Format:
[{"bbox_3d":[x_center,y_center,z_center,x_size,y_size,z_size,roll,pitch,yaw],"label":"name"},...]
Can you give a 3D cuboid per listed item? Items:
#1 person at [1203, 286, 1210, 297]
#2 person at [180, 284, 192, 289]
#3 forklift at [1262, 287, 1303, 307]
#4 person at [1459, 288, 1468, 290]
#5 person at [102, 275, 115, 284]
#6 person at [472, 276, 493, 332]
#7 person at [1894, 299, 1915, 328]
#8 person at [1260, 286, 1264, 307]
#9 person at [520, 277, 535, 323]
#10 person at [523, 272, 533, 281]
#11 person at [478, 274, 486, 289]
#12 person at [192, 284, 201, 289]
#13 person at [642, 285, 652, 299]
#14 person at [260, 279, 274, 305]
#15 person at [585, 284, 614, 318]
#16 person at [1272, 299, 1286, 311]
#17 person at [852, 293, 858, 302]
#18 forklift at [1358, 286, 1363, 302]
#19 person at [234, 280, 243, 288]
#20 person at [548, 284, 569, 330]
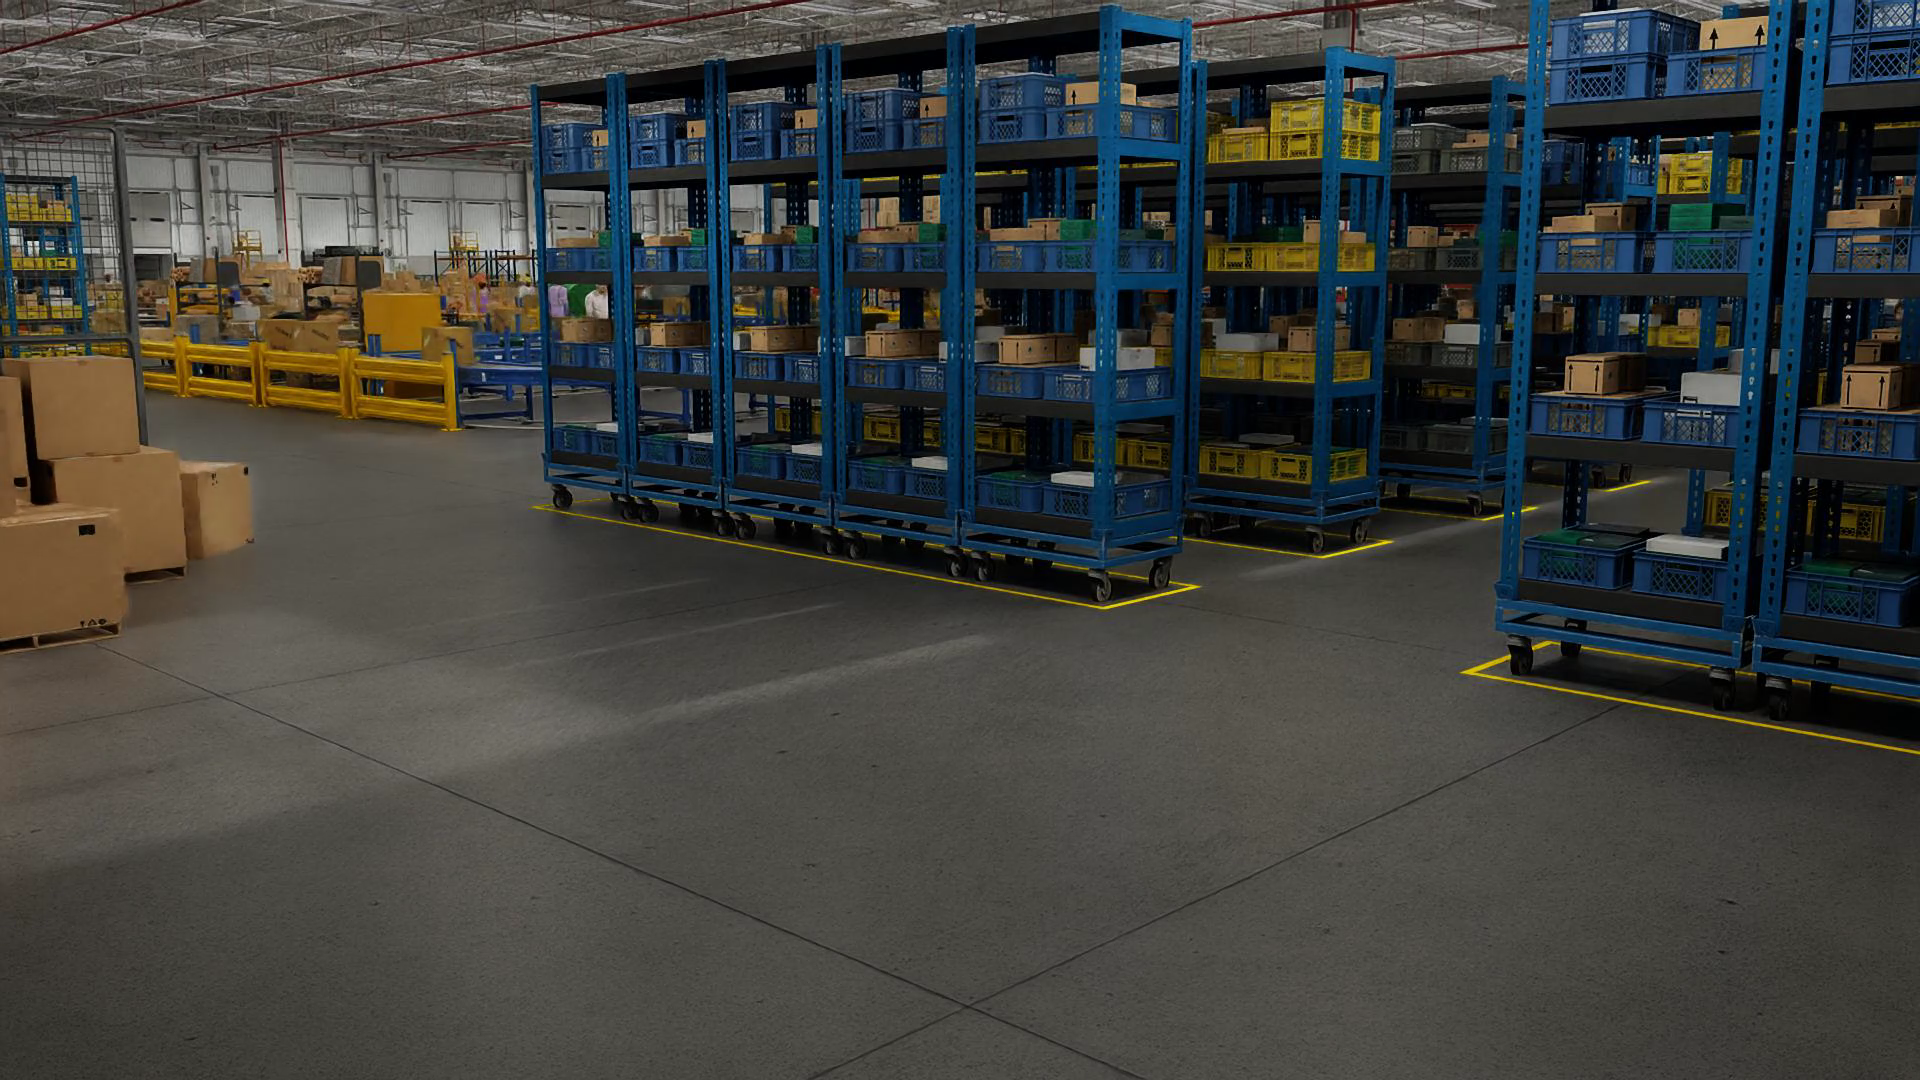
[{"bbox_3d":[8.189,-7.632,54.552,0.507,1.632,0.268,6,11,33],"label":"person"},{"bbox_3d":[-37.754,-12.103,81.072,0.594,1.922,0.387,1,9,6],"label":"person"},{"bbox_3d":[10.769,-8.203,54.240,1.129,2.768,1.873,8,12,42],"label":"forklift"},{"bbox_3d":[21.040,-10.098,69.618,0.898,1.636,0.547,-4,10,-24],"label":"person"},{"bbox_3d":[-35.185,-10.037,68.693,0.611,1.825,1.008,1,9,6],"label":"person"},{"bbox_3d":[-12.721,-6.074,44.246,1.019,1.892,0.558,7,11,36],"label":"person"},{"bbox_3d":[8.841,-1.362,15.612,0.971,1.801,0.585,-7,11,-35],"label":"person"},{"bbox_3d":[11.093,-8.843,61.870,0.687,1.671,0.546,7,12,37],"label":"person"},{"bbox_3d":[-14.868,-8.158,57.326,0.611,1.782,0.922,-7,12,-37],"label":"person"},{"bbox_3d":[-25.307,-14.793,97.607,0.610,1.902,0.701,1,9,7],"label":"person"},{"bbox_3d":[-17.041,-8.441,58.699,0.582,1.898,0.711,8,12,39],"label":"person"},{"bbox_3d":[-40.276,-13.147,87.629,0.518,1.876,0.326,-7,12,-39],"label":"person"},{"bbox_3d":[-11.554,-8.809,61.764,0.495,1.623,0.541,-7,11,-36],"label":"person"},{"bbox_3d":[-26.367,-9.081,63.240,0.568,1.705,0.679,-2,9,-10],"label":"person"},{"bbox_3d":[-7.069,-4.215,32.808,0.395,1.899,0.644,8,12,41],"label":"person"},{"bbox_3d":[5.540,-3.486,28.854,0.889,1.725,0.536,-8,12,-41],"label":"person"},{"bbox_3d":[-4.710,-10.998,74.994,0.535,1.697,0.318,6,11,32],"label":"person"},{"bbox_3d":[11.100,-7.017,46.970,1.873,2.768,1.129,9,13,43],"label":"forklift"},{"bbox_3d":[-25.506,-8.432,58.812,0.413,1.848,0.546,-4,10,-24],"label":"person"},{"bbox_3d":[-9.048,-5.078,37.640,0.611,2.042,0.396,7,12,37],"label":"person"}]
